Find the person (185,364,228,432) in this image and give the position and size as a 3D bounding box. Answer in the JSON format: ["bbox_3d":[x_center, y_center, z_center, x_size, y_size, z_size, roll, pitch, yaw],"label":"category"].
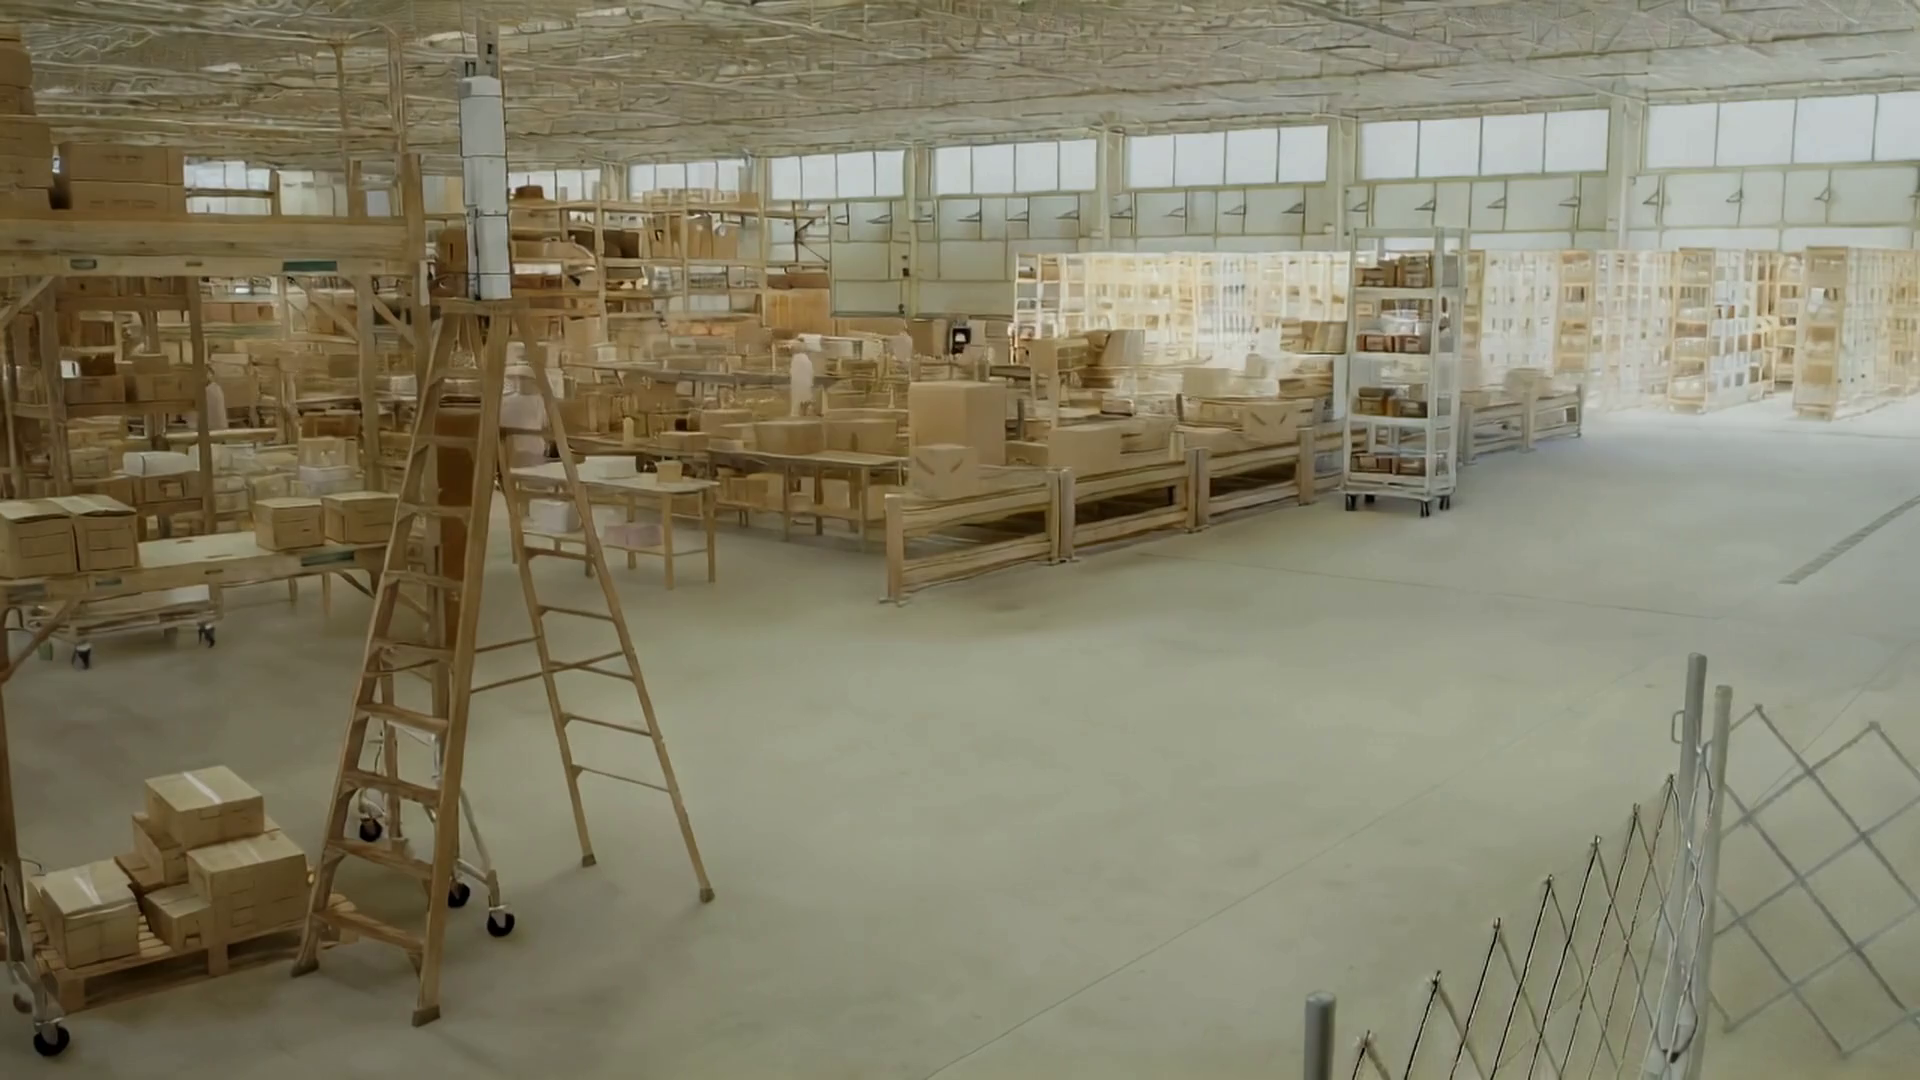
[{"bbox_3d":[-10.538,-1.584,23.344,0.595,1.790,0.921,7,11,36],"label":"person"}]

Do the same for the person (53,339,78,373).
[{"bbox_3d":[-19.738,-3.644,36.714,0.507,1.610,0.694,-8,12,-40],"label":"person"}]

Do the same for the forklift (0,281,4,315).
[{"bbox_3d":[-26.428,-5.651,45.302,1.873,2.768,1.129,3,9,16],"label":"forklift"}]

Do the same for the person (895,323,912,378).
[{"bbox_3d":[-1.578,-5.004,44.856,0.883,1.731,0.530,9,12,43],"label":"person"}]

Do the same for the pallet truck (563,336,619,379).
[{"bbox_3d":[-10.690,-5.294,48.215,1.601,1.201,0.680,-5,10,-26],"label":"pallet truck"}]

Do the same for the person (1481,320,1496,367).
[{"bbox_3d":[14.326,-5.105,45.295,0.864,1.822,0.575,3,10,21],"label":"person"}]

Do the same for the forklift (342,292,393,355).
[{"bbox_3d":[-16.485,-5.622,45.120,1.129,2.768,1.873,7,11,37],"label":"forklift"}]

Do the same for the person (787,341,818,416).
[{"bbox_3d":[-2.777,-2.589,29.390,0.980,1.860,0.659,-8,12,-39],"label":"person"}]

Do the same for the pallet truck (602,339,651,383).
[{"bbox_3d":[-8.991,-4.871,45.351,0.653,1.274,1.630,7,11,37],"label":"pallet truck"}]

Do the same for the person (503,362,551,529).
[{"bbox_3d":[-5.064,-1.065,19.367,0.679,2.027,0.617,9,13,43],"label":"person"}]

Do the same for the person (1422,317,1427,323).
[{"bbox_3d":[13.138,-5.395,46.966,0.590,1.833,0.404,1,9,5],"label":"person"}]

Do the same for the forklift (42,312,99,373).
[{"bbox_3d":[-23.779,-5.451,44.052,1.873,2.768,1.129,7,11,36],"label":"forklift"}]
